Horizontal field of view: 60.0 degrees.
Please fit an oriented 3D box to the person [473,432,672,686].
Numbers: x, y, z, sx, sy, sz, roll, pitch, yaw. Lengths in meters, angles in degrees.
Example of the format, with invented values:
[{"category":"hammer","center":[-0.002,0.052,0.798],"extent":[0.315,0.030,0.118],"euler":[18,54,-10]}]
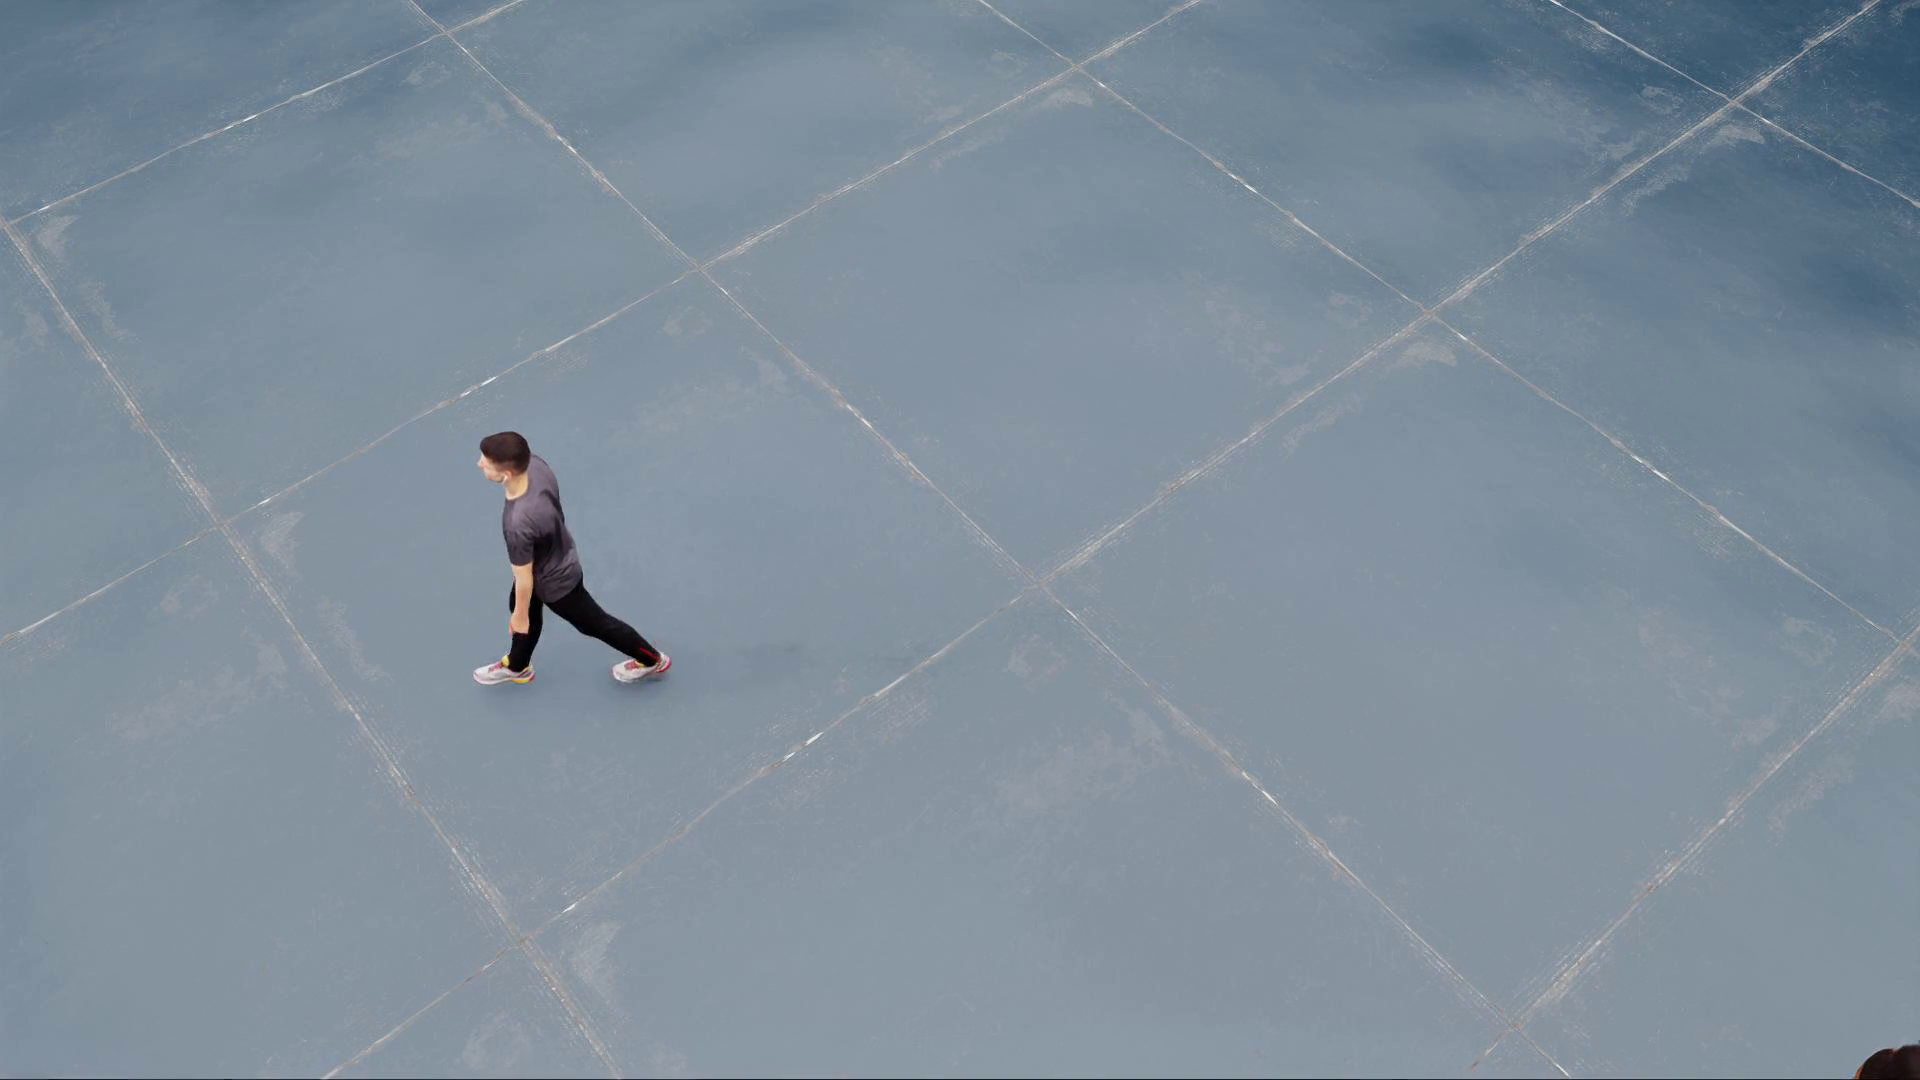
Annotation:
[{"category":"person","center":[-1.725,0.147,7.340],"extent":[1.255,1.721,1.032],"euler":[-7,53,-6]}]
